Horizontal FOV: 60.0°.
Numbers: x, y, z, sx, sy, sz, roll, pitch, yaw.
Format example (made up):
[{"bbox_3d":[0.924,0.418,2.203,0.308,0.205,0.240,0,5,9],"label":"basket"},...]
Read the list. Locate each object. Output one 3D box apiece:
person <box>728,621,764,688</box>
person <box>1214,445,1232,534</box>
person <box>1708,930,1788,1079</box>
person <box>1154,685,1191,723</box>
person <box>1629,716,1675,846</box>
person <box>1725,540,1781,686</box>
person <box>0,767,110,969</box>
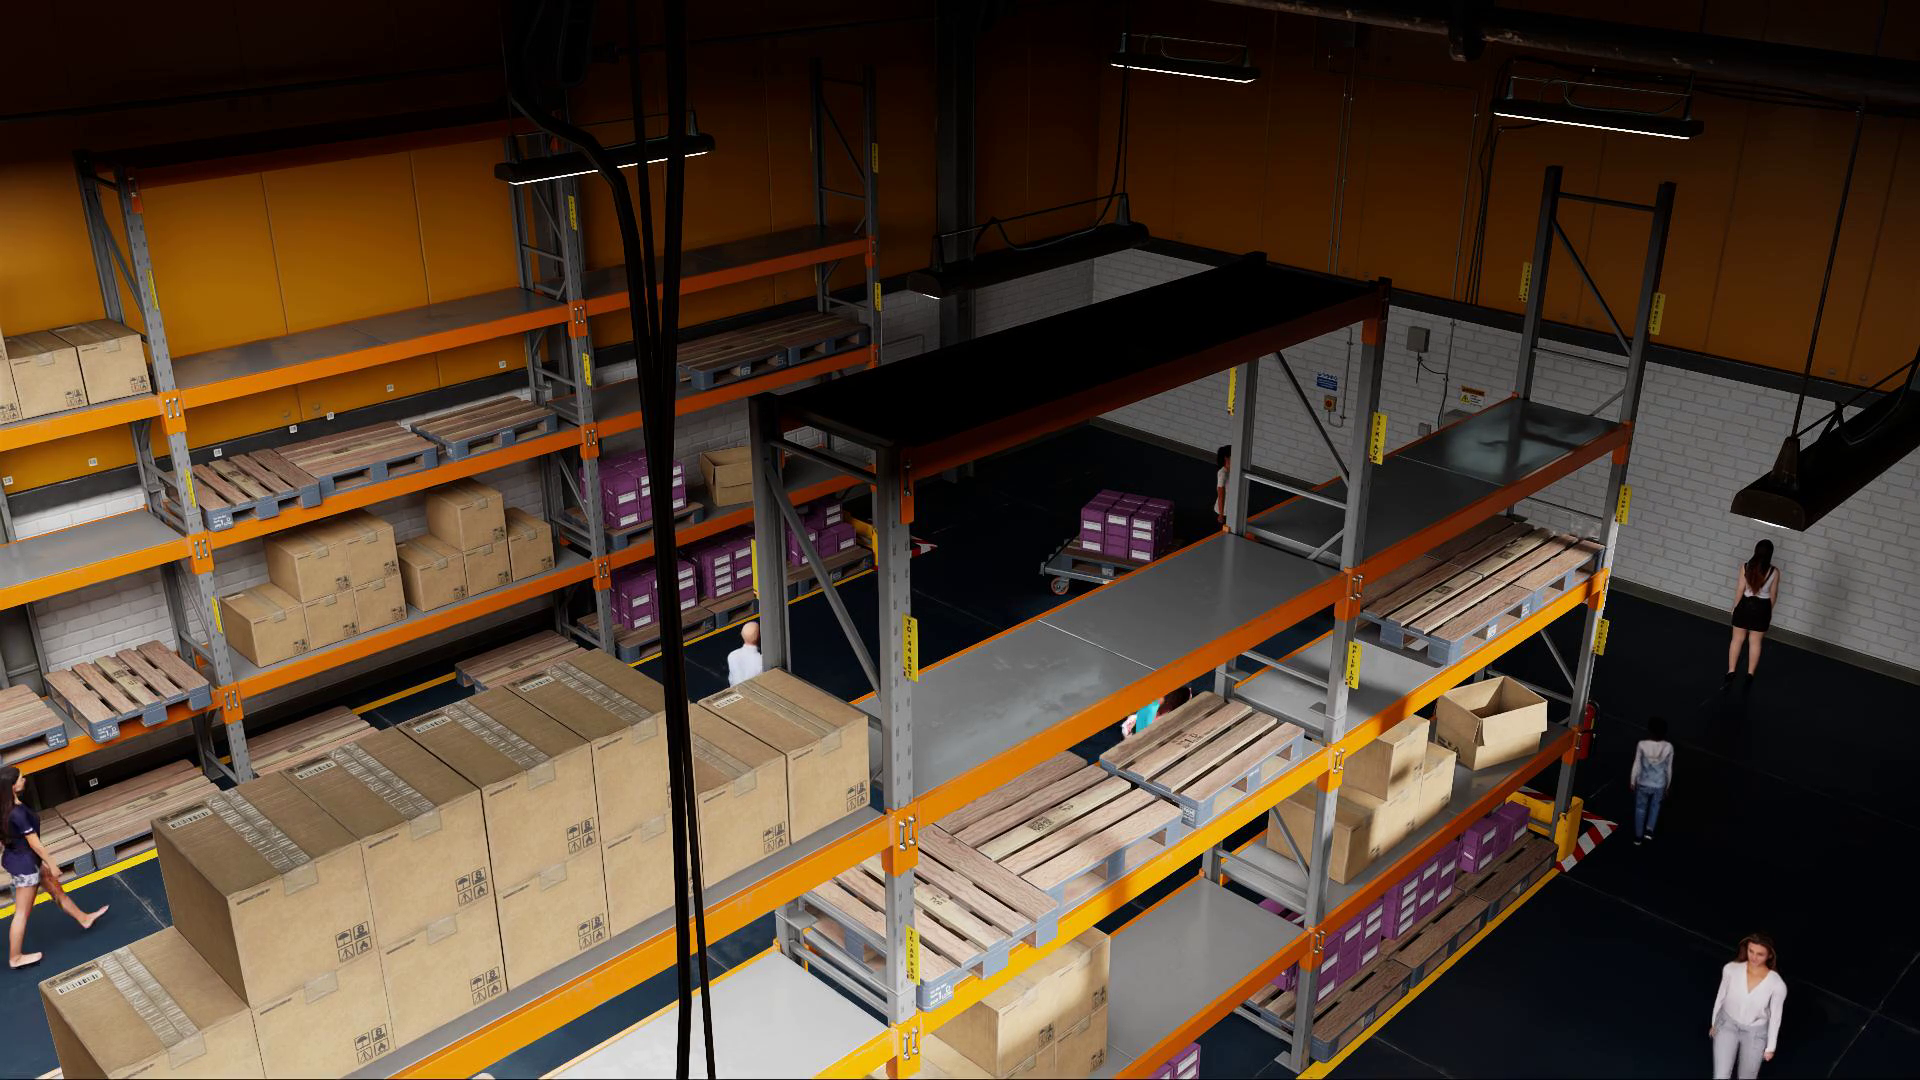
[{"bbox_3d":[-1.956,1.639,15.451,1.030,1.740,1.324,8,25,18],"label":"person"},{"bbox_3d":[3.217,-0.374,20.172,0.669,1.647,0.529,15,28,30],"label":"person"},{"bbox_3d":[5.397,3.392,11.435,0.655,1.745,0.969,18,29,35],"label":"person"},{"bbox_3d":[1.733,2.074,14.396,0.790,1.788,0.751,-12,26,-25],"label":"person"},{"bbox_3d":[6.161,2.179,14.828,0.581,1.250,0.626,6,24,13],"label":"person"},{"bbox_3d":[8.376,0.758,17.580,0.623,1.649,0.629,9,25,19],"label":"person"},{"bbox_3d":[-7.506,2.634,13.190,0.622,1.728,1.038,20,31,38],"label":"person"}]
